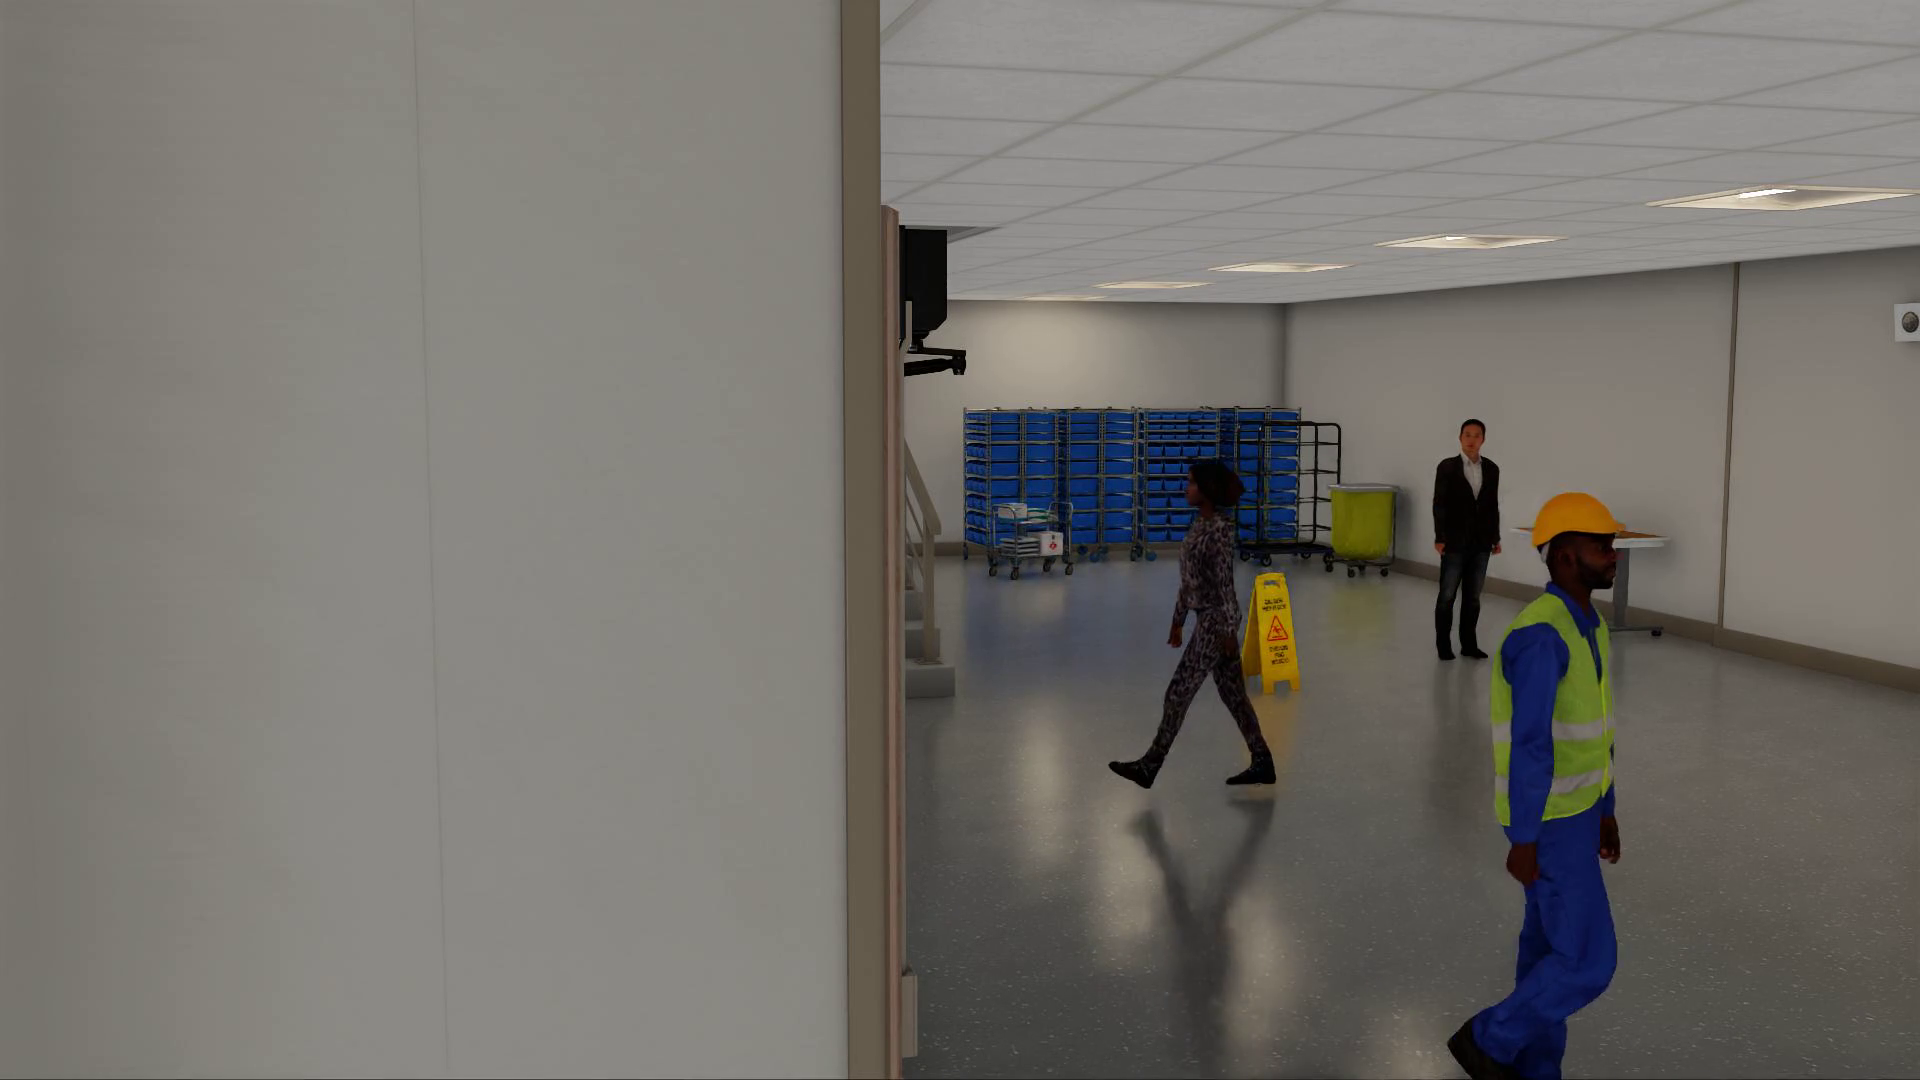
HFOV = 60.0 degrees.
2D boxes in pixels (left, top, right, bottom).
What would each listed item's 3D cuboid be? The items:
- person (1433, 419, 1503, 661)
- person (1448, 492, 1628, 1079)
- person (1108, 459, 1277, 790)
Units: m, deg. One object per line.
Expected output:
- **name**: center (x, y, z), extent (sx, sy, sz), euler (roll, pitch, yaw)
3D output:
- **person**: center (3.789, -0.012, 12.489), extent (0.701, 1.801, 0.569), euler (-1, 6, -9)
- **person**: center (1.618, 0.766, 4.736), extent (0.886, 1.805, 0.827), euler (3, 7, 31)
- **person**: center (1.364, 0.467, 8.390), extent (0.774, 1.668, 1.093), euler (-1, 6, -7)
